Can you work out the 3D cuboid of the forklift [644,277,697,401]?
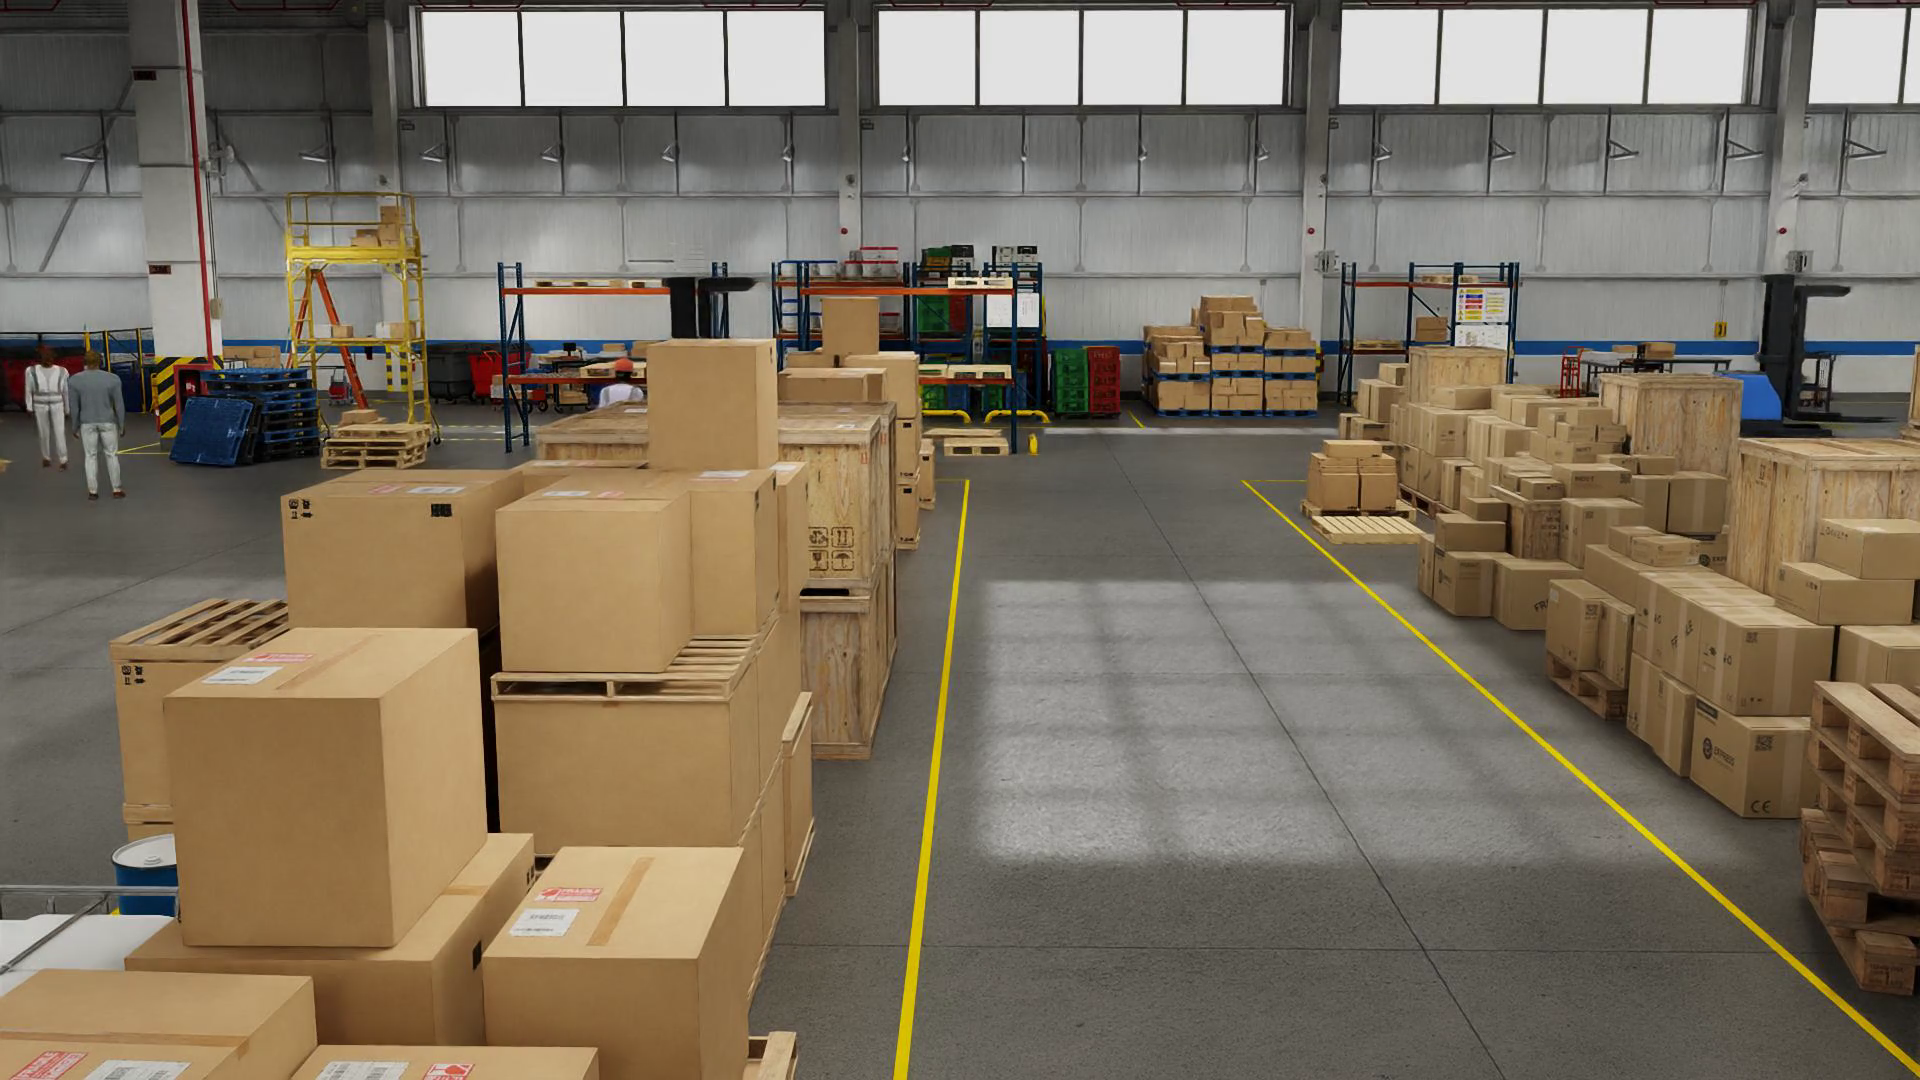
[{"bbox_3d":[-3.969,-2.377,23.876,1.873,2.768,1.129,-1,10,-5],"label":"forklift"}]

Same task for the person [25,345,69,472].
[{"bbox_3d":[-13.334,-1.929,24.333,0.587,1.842,0.984,-6,11,-31],"label":"person"}]

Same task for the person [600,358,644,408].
[{"bbox_3d":[-4.112,-1.272,20.266,0.549,1.886,0.996,1,10,6],"label":"person"}]

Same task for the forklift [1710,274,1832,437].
[{"bbox_3d":[14.240,-3.258,29.148,1.873,2.768,1.129,3,10,15],"label":"forklift"}]

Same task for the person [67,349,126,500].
[{"bbox_3d":[-11.023,-1.473,21.273,0.634,1.938,0.355,-4,10,-21],"label":"person"}]
